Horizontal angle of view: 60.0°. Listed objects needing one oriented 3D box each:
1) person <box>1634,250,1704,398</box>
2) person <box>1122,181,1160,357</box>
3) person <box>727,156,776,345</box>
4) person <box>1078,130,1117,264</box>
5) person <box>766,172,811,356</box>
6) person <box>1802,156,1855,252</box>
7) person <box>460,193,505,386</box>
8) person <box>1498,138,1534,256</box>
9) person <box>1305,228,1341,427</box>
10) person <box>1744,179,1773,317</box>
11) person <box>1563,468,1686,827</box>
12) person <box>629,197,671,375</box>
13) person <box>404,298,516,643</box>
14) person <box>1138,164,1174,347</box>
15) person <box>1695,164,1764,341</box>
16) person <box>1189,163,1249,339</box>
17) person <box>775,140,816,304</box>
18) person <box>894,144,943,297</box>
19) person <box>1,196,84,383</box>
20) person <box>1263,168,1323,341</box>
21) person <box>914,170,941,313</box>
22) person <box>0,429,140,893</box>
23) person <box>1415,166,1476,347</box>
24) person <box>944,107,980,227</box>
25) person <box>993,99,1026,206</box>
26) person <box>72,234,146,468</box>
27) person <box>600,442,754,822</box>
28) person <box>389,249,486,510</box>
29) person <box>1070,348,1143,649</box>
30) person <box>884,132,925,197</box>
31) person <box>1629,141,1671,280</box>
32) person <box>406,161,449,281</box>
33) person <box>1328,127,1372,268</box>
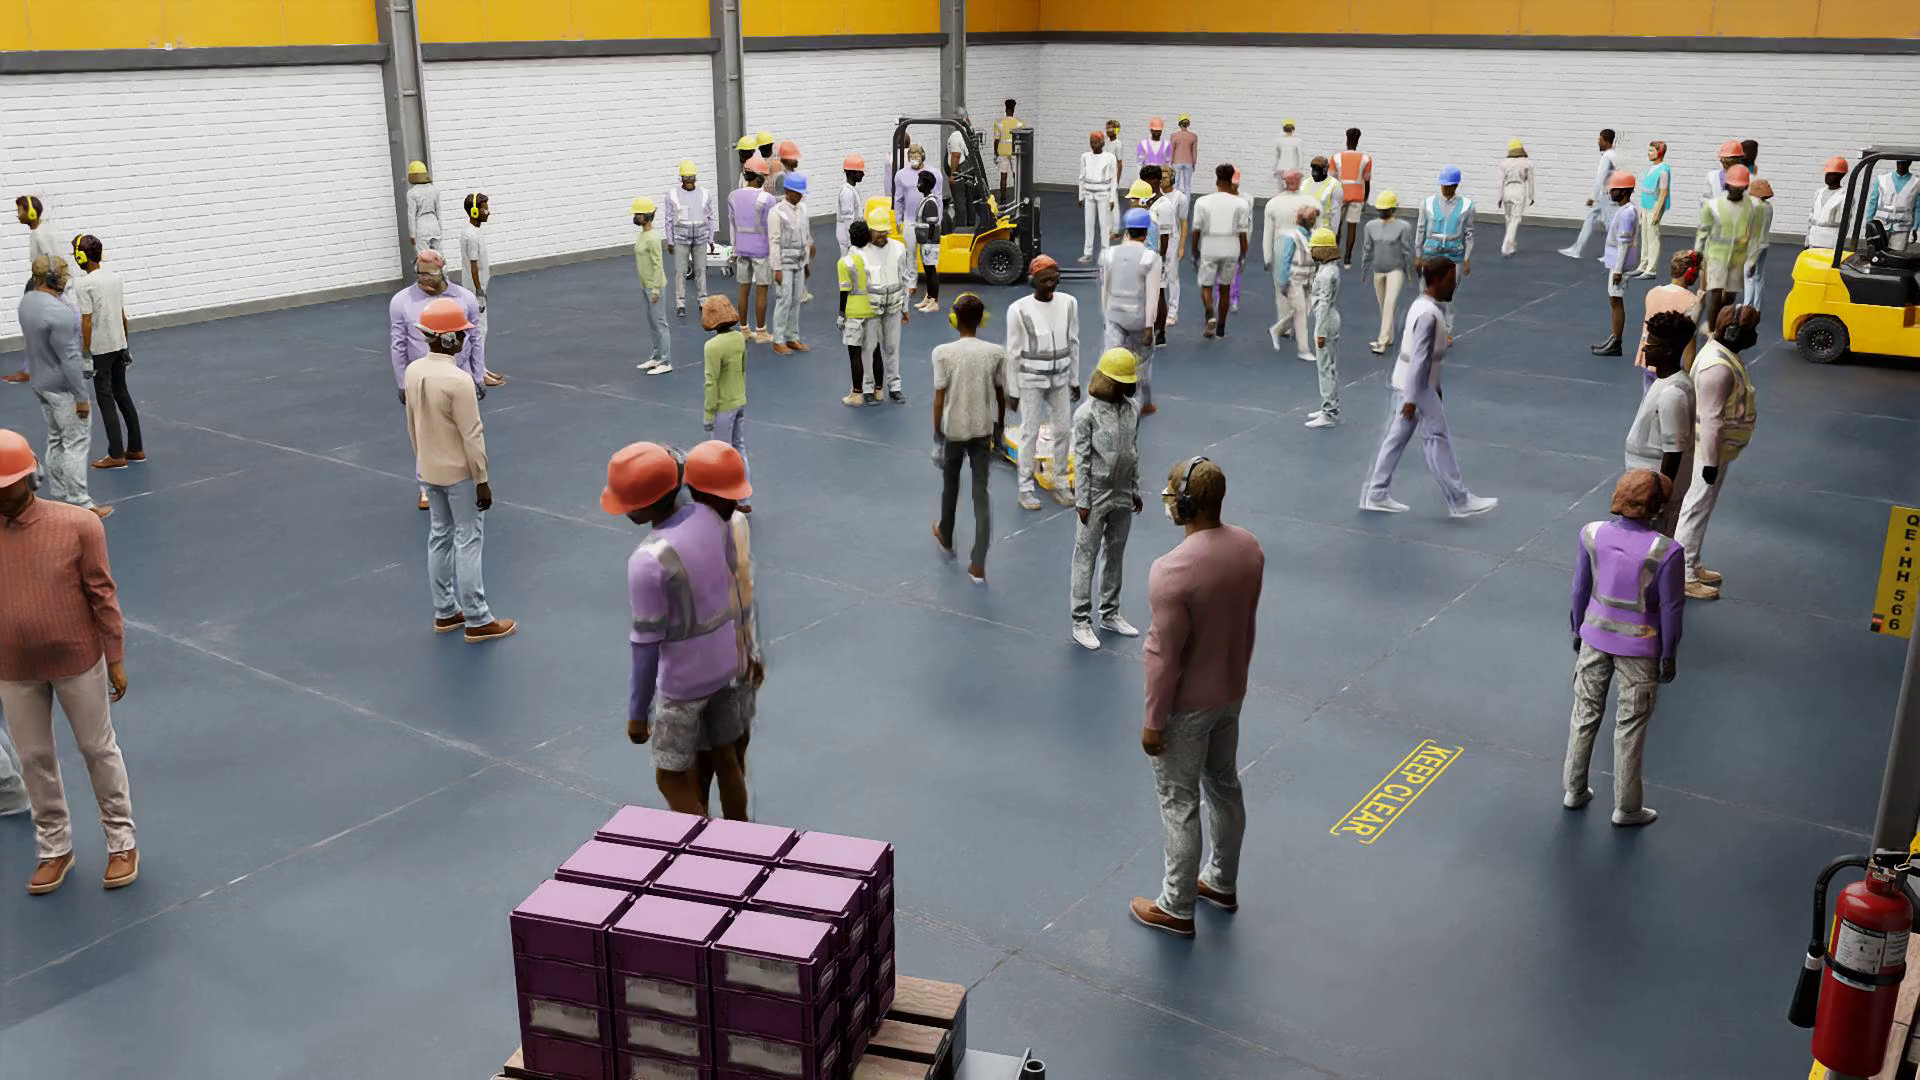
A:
[{"bbox_3d":[5.311,-1.260,12.532,0.388,1.836,0.561,-4,18,-12],"label":"person"},{"bbox_3d":[1.892,-2.855,17.521,0.404,1.830,0.602,-2,18,-5],"label":"person"},{"bbox_3d":[-2.223,-3.146,18.117,0.613,2.033,0.411,10,20,28],"label":"person"},{"bbox_3d":[1.965,-4.918,23.891,0.584,1.883,0.337,11,21,30],"label":"person"},{"bbox_3d":[-1.772,-2.909,17.552,0.457,1.923,0.620,11,21,30],"label":"person"},{"bbox_3d":[9.923,-3.416,19.102,0.347,1.943,0.544,-6,19,-18],"label":"person"},{"bbox_3d":[-4.657,-2.421,16.130,0.324,1.861,0.510,-6,19,-17],"label":"person"},{"bbox_3d":[8.232,-5.102,24.746,0.494,1.704,0.834,13,22,36],"label":"person"},{"bbox_3d":[3.180,-1.860,14.589,0.382,1.732,0.498,4,18,14],"label":"person"},{"bbox_3d":[9.396,-3.434,19.673,0.503,1.628,0.286,-15,23,-40],"label":"person"},{"bbox_3d":[2.949,0.478,7.412,0.310,1.639,0.514,-14,22,-37],"label":"person"},{"bbox_3d":[-3.106,-2.542,16.652,0.331,1.768,0.526,-8,19,-23],"label":"person"},{"bbox_3d":[-2.904,-0.394,9.564,0.619,1.994,0.381,14,22,37],"label":"person"},{"bbox_3d":[2.093,-3.074,18.026,0.389,1.951,0.612,-5,18,-16],"label":"person"},{"bbox_3d":[8.194,-3.038,17.823,0.637,2.007,0.810,4,18,11],"label":"person"},{"bbox_3d":[2.837,-3.136,18.224,0.643,1.941,0.629,2,18,5],"label":"person"},{"bbox_3d":[-1.987,-3.910,20.525,0.526,2.008,0.634,3,18,11],"label":"person"},{"bbox_3d":[-0.529,-4.040,21.084,0.634,1.929,0.383,4,18,12],"label":"person"},{"bbox_3d":[-8.983,-2.479,16.398,0.998,1.810,0.527,-8,19,-24],"label":"person"},{"bbox_3d":[3.656,-3.119,18.267,0.674,1.886,0.724,3,18,8],"label":"person"},{"bbox_3d":[-0.395,-3.597,20.063,0.317,1.696,0.538,-3,18,-10],"label":"person"},{"bbox_3d":[-3.744,0.503,6.790,0.626,1.980,0.412,-4,18,-14],"label":"person"},{"bbox_3d":[5.228,-3.065,18.003,0.604,1.942,0.402,5,18,16],"label":"person"},{"bbox_3d":[-0.007,-5.950,26.866,0.535,2.000,0.684,12,21,33],"label":"person"},{"bbox_3d":[0.917,-7.126,30.665,0.611,1.964,0.364,0,18,-1],"label":"person"},{"bbox_3d":[-6.809,-1.495,13.239,0.333,1.857,0.528,3,18,9],"label":"person"},{"bbox_3d":[-1.074,0.534,6.688,0.393,1.994,0.752,8,20,24],"label":"person"},{"bbox_3d":[-3.786,-1.169,12.143,0.645,1.900,0.400,-7,19,-20],"label":"person"},{"bbox_3d":[0.862,-0.247,9.523,0.485,1.736,0.309,-14,22,-36],"label":"person"},{"bbox_3d":[-0.819,-5.026,24.297,0.626,1.846,0.429,-6,19,-18],"label":"person"},{"bbox_3d":[9.377,-4.453,22.497,0.390,1.847,0.563,1,18,2],"label":"person"},{"bbox_3d":[-6.708,-3.862,20.840,0.320,1.737,0.487,13,22,35],"label":"person"},{"bbox_3d":[5.527,-4.867,23.640,0.613,1.935,0.757,4,18,13],"label":"person"}]
